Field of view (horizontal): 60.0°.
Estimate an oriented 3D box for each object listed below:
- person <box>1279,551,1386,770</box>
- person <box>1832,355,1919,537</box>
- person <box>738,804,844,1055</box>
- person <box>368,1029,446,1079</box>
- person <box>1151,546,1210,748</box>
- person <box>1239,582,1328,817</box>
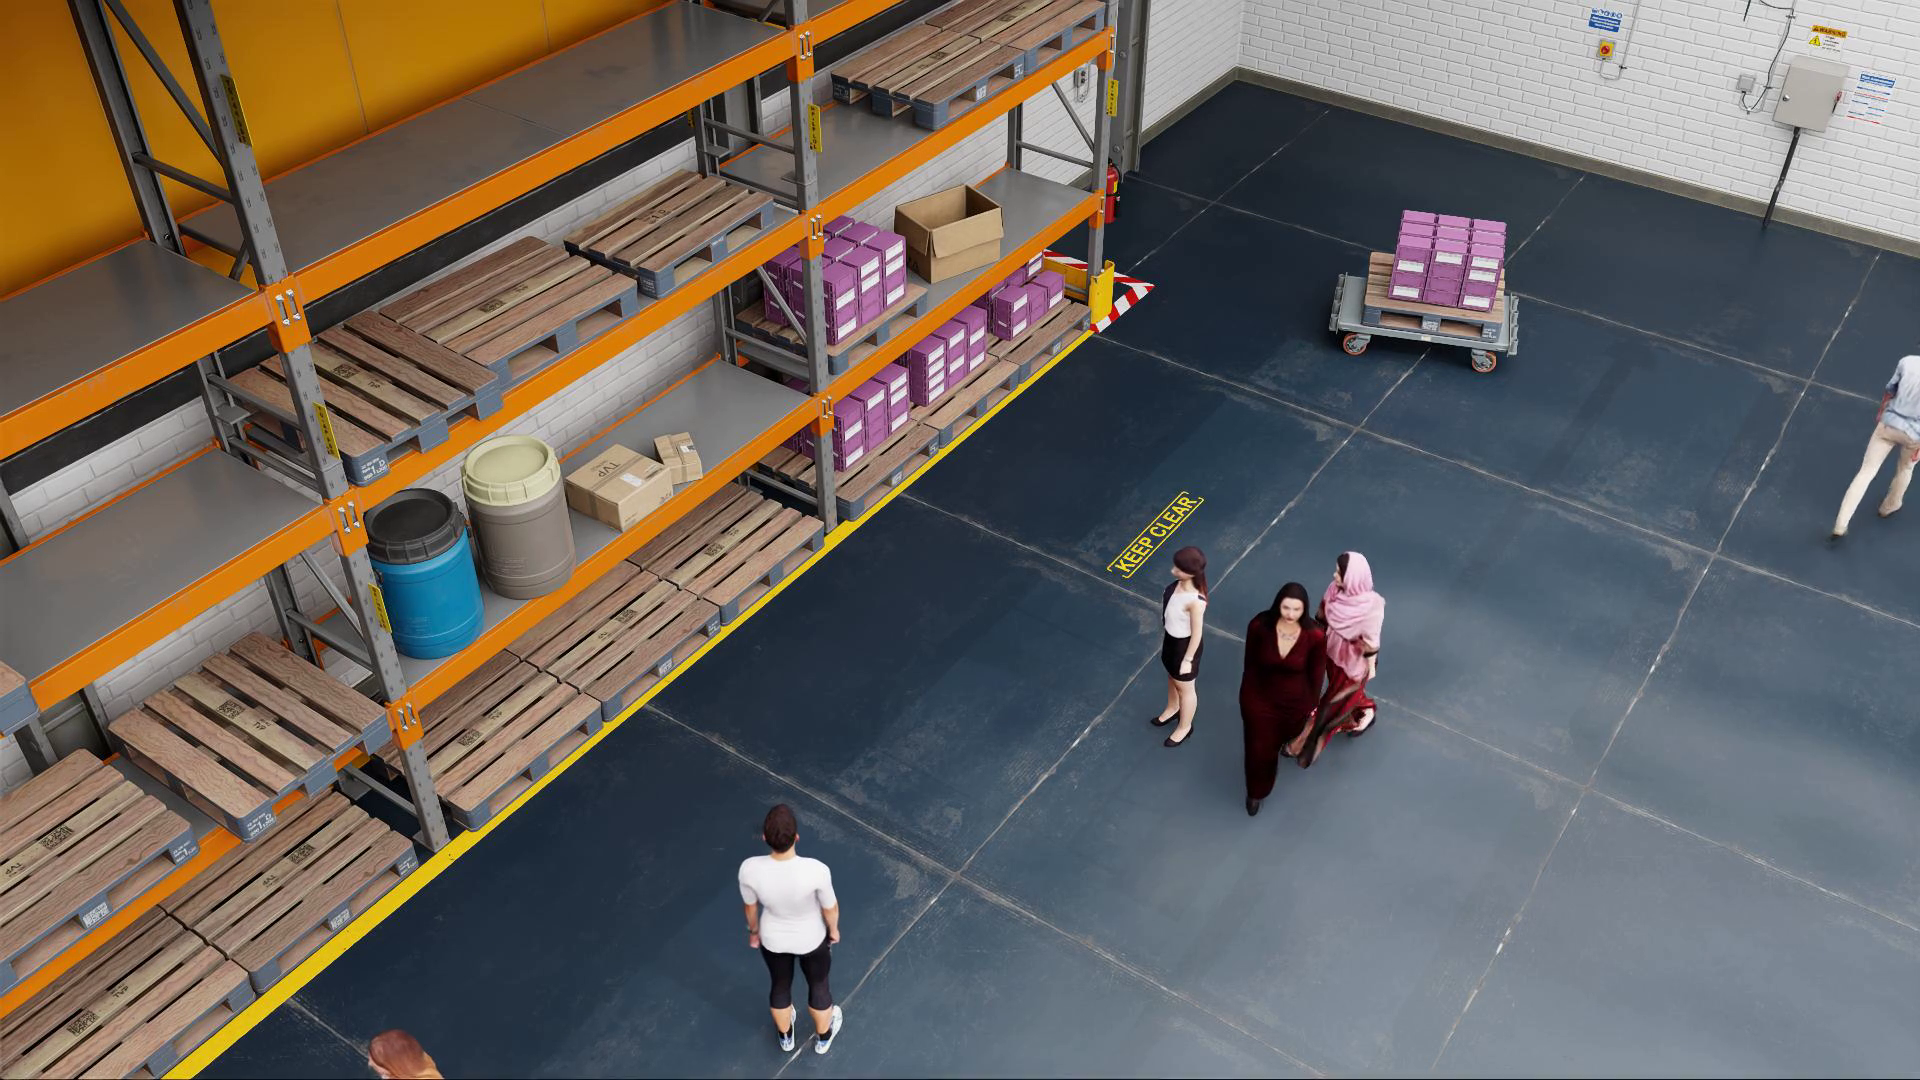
[{"bbox_3d":[2.591,0.729,10.909,1.176,1.581,0.937,-20,43,-24],"label":"person"},{"bbox_3d":[7.095,-0.785,12.618,1.249,1.815,0.812,-30,48,-32],"label":"person"},{"bbox_3d":[-0.908,2.123,8.949,0.743,1.849,0.741,4,39,5],"label":"person"},{"bbox_3d":[-2.575,2.895,8.106,0.606,1.695,0.600,32,48,33],"label":"person"},{"bbox_3d":[1.459,0.686,10.907,0.684,1.651,0.637,-9,40,-11],"label":"person"},{"bbox_3d":[2.035,0.915,10.556,0.896,1.732,1.127,8,39,10],"label":"person"}]
